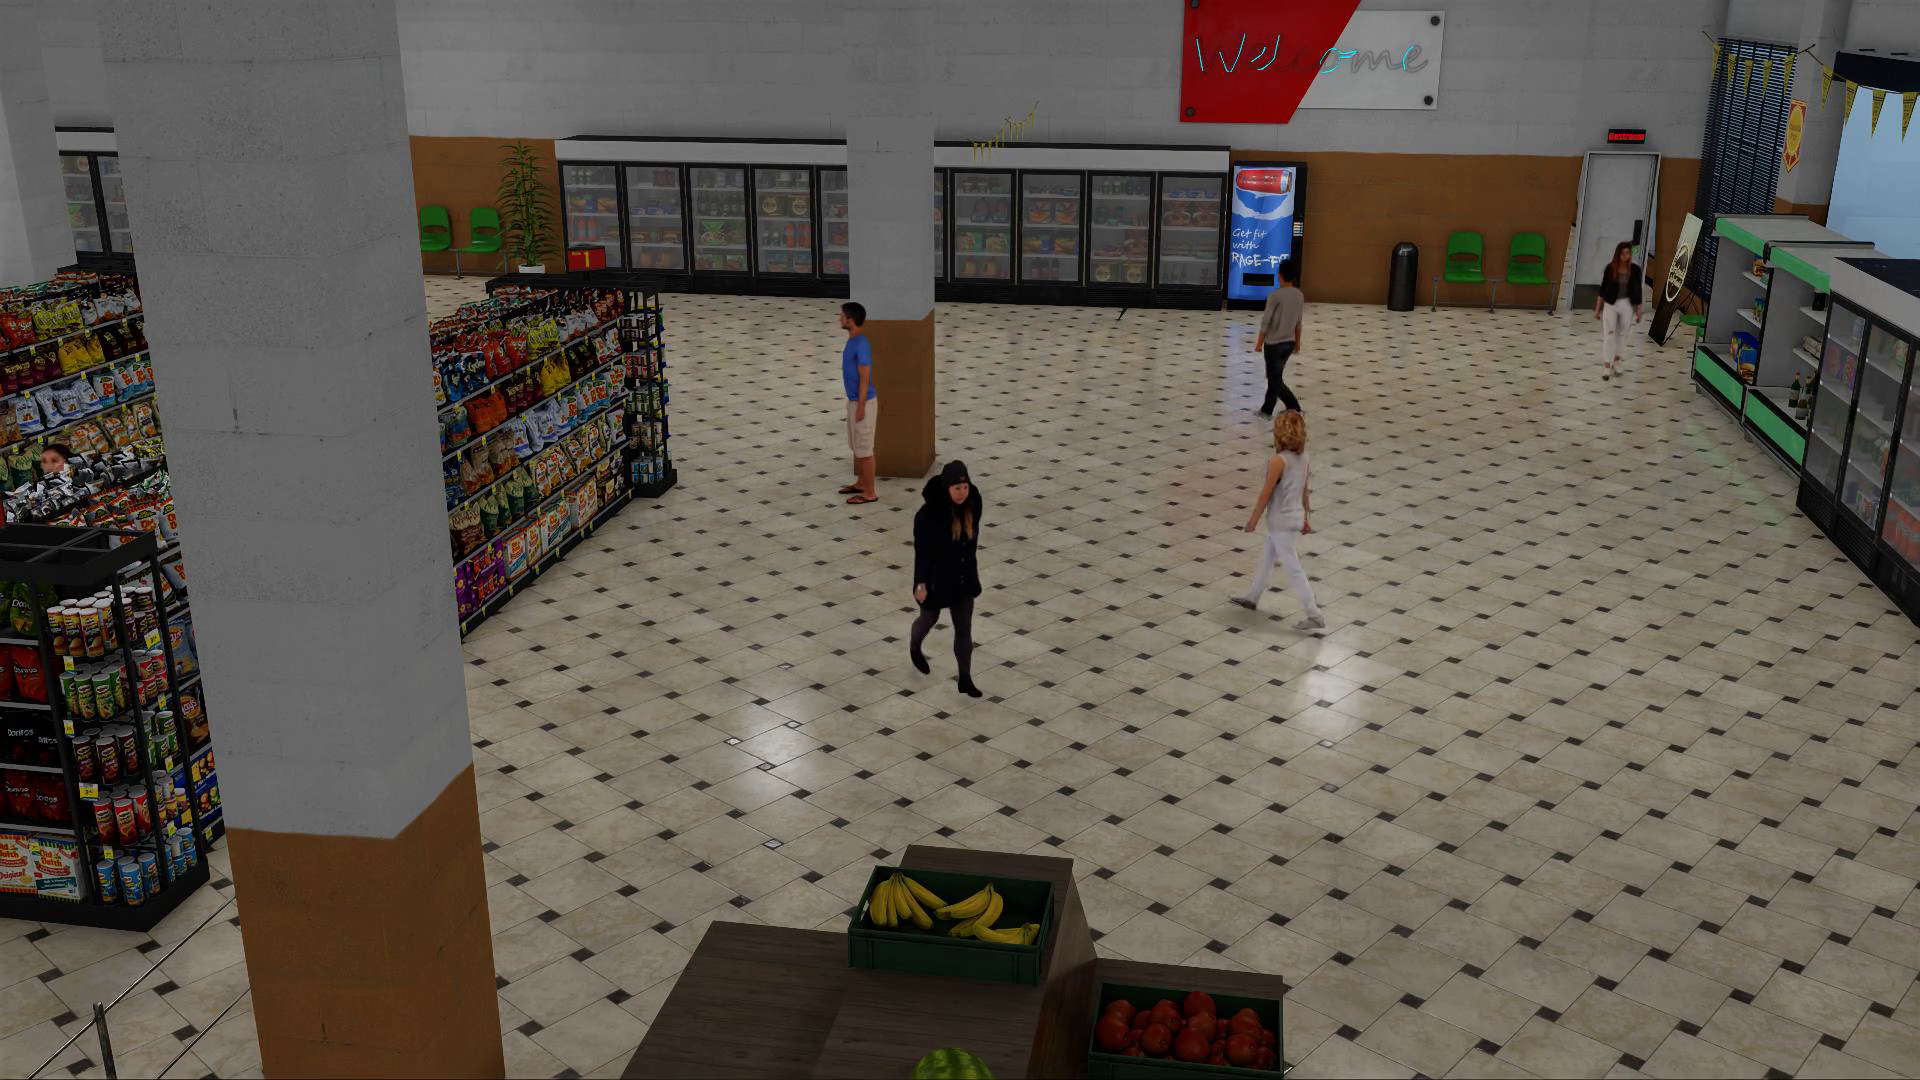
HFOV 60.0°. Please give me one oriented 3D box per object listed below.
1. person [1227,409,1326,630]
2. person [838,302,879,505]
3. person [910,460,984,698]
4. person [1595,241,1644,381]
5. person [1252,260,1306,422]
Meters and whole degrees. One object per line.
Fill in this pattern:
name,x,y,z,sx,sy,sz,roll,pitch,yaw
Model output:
person,2.464,-0.106,12.261,0.968,1.629,1.106,14,23,35
person,-0.917,-1.285,15.392,0.798,1.863,0.656,-4,19,-12
person,-0.135,0.232,11.259,1.044,1.629,1.142,-11,21,-29
person,7.976,-2.779,20.146,0.783,1.656,1.163,5,19,15
person,3.484,-2.076,17.858,1.092,1.786,1.164,-12,22,-32
